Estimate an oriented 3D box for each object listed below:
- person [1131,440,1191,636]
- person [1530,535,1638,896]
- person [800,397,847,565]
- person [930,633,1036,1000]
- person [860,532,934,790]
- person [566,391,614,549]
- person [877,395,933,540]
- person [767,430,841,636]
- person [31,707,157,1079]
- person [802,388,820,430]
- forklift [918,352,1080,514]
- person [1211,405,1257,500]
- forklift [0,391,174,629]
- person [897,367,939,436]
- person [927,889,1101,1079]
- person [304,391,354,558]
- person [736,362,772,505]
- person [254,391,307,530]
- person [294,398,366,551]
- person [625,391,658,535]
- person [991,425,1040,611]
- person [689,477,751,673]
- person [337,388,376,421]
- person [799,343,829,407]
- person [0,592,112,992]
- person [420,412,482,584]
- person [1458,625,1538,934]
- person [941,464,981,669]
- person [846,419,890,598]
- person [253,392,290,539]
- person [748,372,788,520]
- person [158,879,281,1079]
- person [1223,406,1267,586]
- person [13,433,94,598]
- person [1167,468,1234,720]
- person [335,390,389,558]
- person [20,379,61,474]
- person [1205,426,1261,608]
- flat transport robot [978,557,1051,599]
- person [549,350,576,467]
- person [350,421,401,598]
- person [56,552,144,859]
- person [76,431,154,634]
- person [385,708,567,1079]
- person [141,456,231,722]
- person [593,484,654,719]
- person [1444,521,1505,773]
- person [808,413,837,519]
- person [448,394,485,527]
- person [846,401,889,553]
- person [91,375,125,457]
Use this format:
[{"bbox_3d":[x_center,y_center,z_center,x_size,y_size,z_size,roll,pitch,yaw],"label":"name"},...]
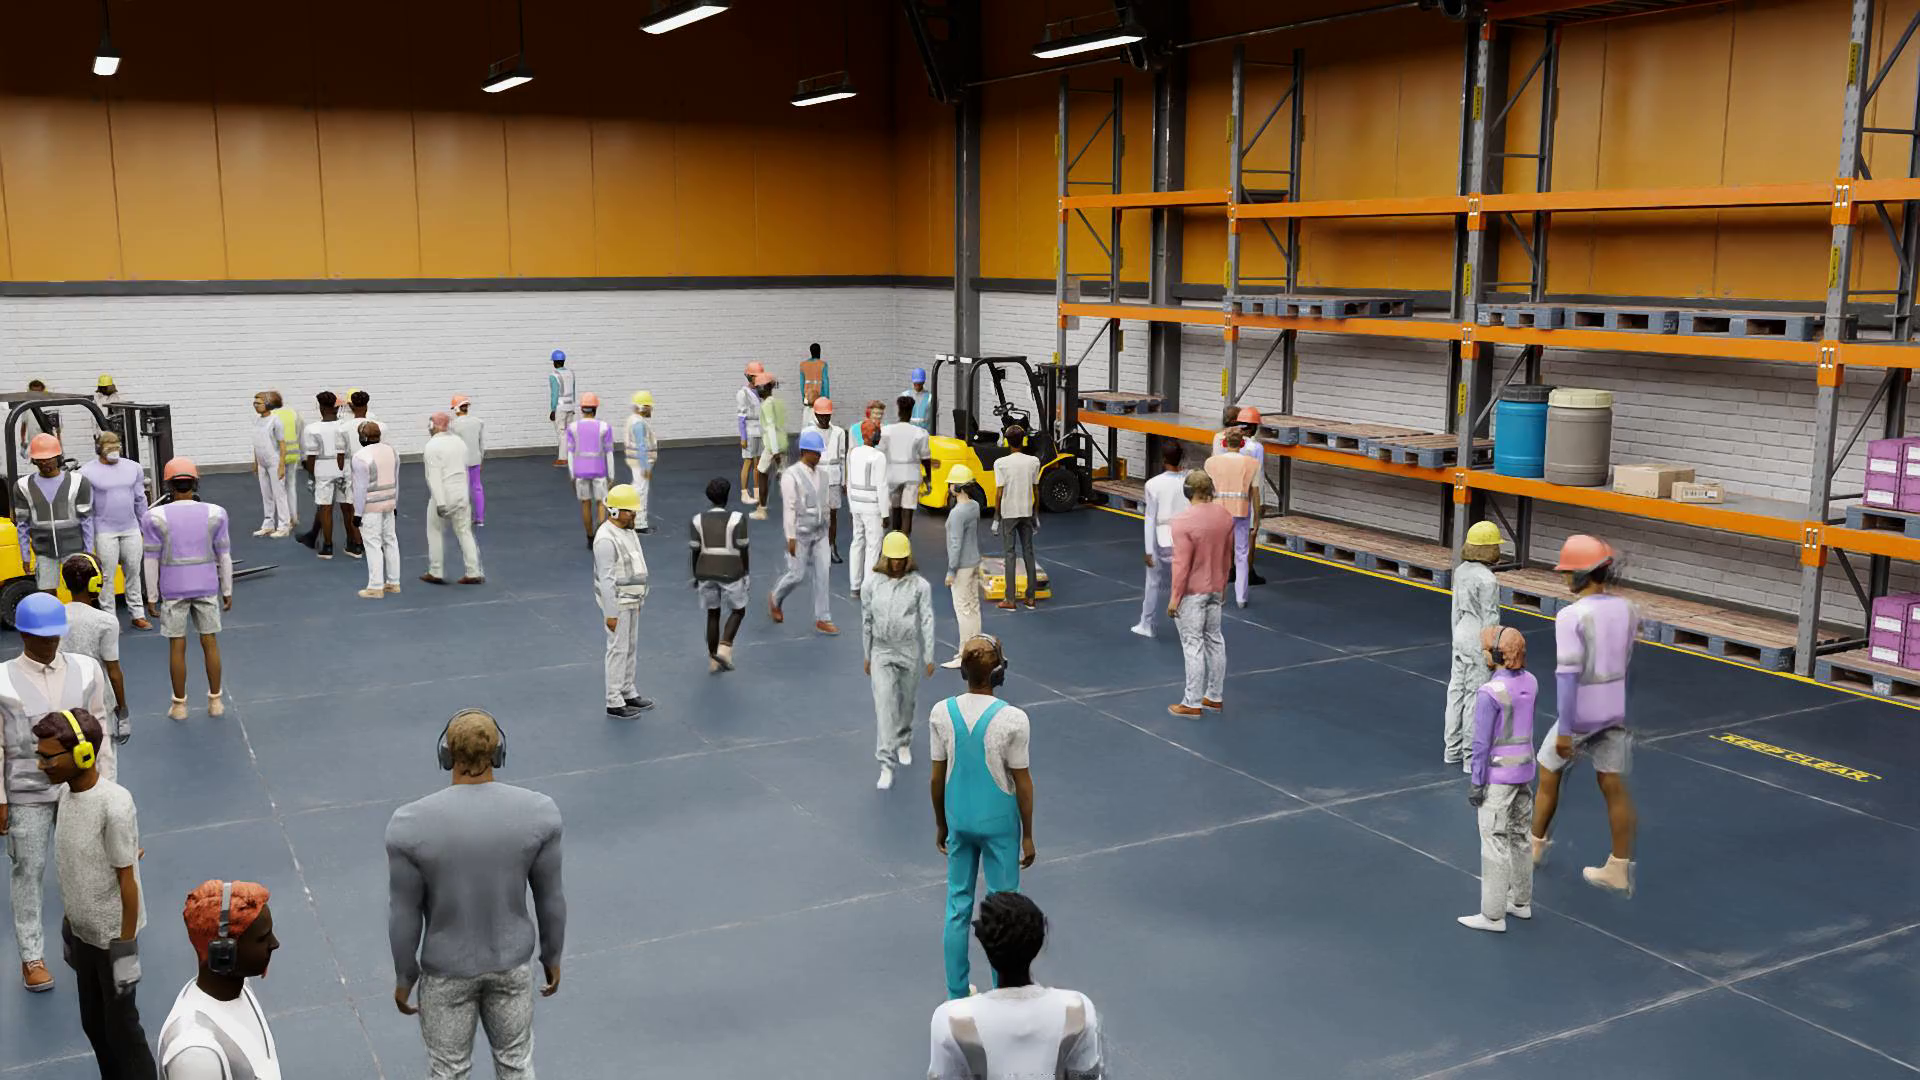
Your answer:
[{"bbox_3d":[1.946,0.019,15.233,0.598,1.880,0.960,-3,10,-19],"label":"person"},{"bbox_3d":[3.492,0.955,9.479,0.649,1.994,0.967,-5,11,-28],"label":"person"},{"bbox_3d":[-1.550,-0.675,19.043,0.552,1.935,0.365,-4,11,-22],"label":"person"},{"bbox_3d":[0.108,1.339,7.714,0.504,1.847,0.344,4,11,24],"label":"person"},{"bbox_3d":[-0.427,0.775,11.379,0.498,1.703,0.813,-1,10,-4],"label":"person"},{"bbox_3d":[-4.418,-0.809,19.900,0.543,1.918,0.576,-2,10,-10],"label":"person"},{"bbox_3d":[-0.626,-0.717,19.315,0.626,1.919,0.975,2,10,9],"label":"person"},{"bbox_3d":[-1.471,-0.075,15.615,0.774,1.928,0.617,9,13,42],"label":"person"},{"bbox_3d":[-3.351,1.556,6.459,0.524,1.854,0.341,7,12,36],"label":"person"},{"bbox_3d":[-2.122,-1.361,23.871,0.286,1.633,0.499,-8,12,-37],"label":"person"},{"bbox_3d":[0.460,-1.461,22.833,2.313,2.155,1.214,-5,11,-28],"label":"forklift"},{"bbox_3d":[3.113,-0.634,19.134,0.640,1.824,0.436,-7,12,-35],"label":"person"},{"bbox_3d":[-9.026,-0.363,16.508,1.214,2.155,2.313,6,11,29],"label":"forklift"},{"bbox_3d":[-0.597,-1.487,23.697,0.602,1.947,0.391,0,10,2],"label":"person"},{"bbox_3d":[0.170,1.891,5.028,0.537,1.678,0.425,-3,10,-14],"label":"person"},{"bbox_3d":[-7.357,-0.767,19.491,0.607,1.967,0.367,-8,13,-39],"label":"person"},{"bbox_3d":[-2.903,-1.516,23.631,0.402,2.036,0.601,6,11,30],"label":"person"},{"bbox_3d":[-8.820,-1.025,21.519,0.682,1.796,0.658,7,12,34],"label":"person"},{"bbox_3d":[-7.568,-0.810,19.940,0.965,1.890,0.556,5,11,25],"label":"person"},{"bbox_3d":[-3.997,-0.973,21.108,0.471,1.819,0.634,-3,10,-17],"label":"person"},{"bbox_3d":[0.554,-0.216,16.643,0.513,1.857,0.331,-4,11,-22],"label":"person"},{"bbox_3d":[-2.042,0.306,14.129,0.543,1.672,0.432,3,10,14],"label":"person"},{"bbox_3d":[-8.072,-1.153,22.298,0.532,1.765,0.328,-3,10,-18],"label":"person"},{"bbox_3d":[-2.645,-2.630,30.355,0.587,1.920,0.390,5,11,26],"label":"person"},{"bbox_3d":[-4.465,1.210,8.169,0.387,1.947,0.604,8,12,37],"label":"person"},{"bbox_3d":[-5.530,-0.442,17.931,0.836,1.863,0.666,5,11,26],"label":"person"},{"bbox_3d":[2.874,1.258,8.813,0.514,1.631,0.318,-9,13,-42],"label":"person"},{"bbox_3d":[0.011,0.229,14.337,0.313,1.769,0.523,4,11,20],"label":"person"},{"bbox_3d":[-0.951,-0.308,17.129,0.355,1.876,0.578,-8,13,-39],"label":"person"},{"bbox_3d":[-8.646,-0.937,20.816,0.506,1.847,0.349,5,11,29],"label":"person"},{"bbox_3d":[-2.401,-1.237,22.178,0.866,1.991,0.616,3,10,18],"label":"person"},{"bbox_3d":[-2.027,1.855,4.653,0.359,1.880,0.575,-2,10,-14],"label":"person"},{"bbox_3d":[3.079,-0.473,17.920,0.370,1.928,0.544,-7,12,-35],"label":"person"},{"bbox_3d":[-7.831,0.085,14.418,0.601,2.035,0.417,-4,10,-20],"label":"person"},{"bbox_3d":[1.838,0.411,12.795,0.631,1.936,0.362,-8,13,-39],"label":"person"},{"bbox_3d":[-6.993,-0.771,19.516,0.610,1.964,0.365,-3,10,-18],"label":"person"},{"bbox_3d":[-12.730,-1.325,23.062,0.521,1.844,0.671,-2,10,-9],"label":"person"},{"bbox_3d":[2.730,-0.220,16.719,0.562,1.838,0.387,2,10,10],"label":"person"},{"bbox_3d":[0.539,0.388,17.717,0.652,0.197,1.431,-1,10,-6],"label":"flat transport robot"},{"bbox_3d":[-6.651,-2.198,27.784,0.404,1.945,0.615,4,11,23],"label":"person"},{"bbox_3d":[-6.091,-0.322,17.291,0.429,1.841,0.634,4,11,21],"label":"person"},{"bbox_3d":[-5.057,0.997,9.653,0.510,1.861,0.324,1,10,8],"label":"person"},{"bbox_3d":[-7.928,-0.072,15.612,0.382,1.930,0.636,8,12,37],"label":"person"},{"bbox_3d":[-1.773,1.570,6.158,0.637,1.930,0.372,-5,11,-25],"label":"person"},{"bbox_3d":[-5.905,0.376,12.740,0.611,2.032,0.410,-7,12,-33],"label":"person"},{"bbox_3d":[-2.598,0.472,12.800,0.403,1.817,0.601,1,10,6],"label":"person"},{"bbox_3d":[3.576,0.732,11.503,0.302,1.745,0.483,-2,10,-11],"label":"person"},{"bbox_3d":[-1.847,-1.066,22.185,0.313,1.632,0.518,6,12,32],"label":"person"},{"bbox_3d":[-6.432,-1.023,21.602,0.337,1.743,0.563,7,12,33],"label":"person"},{"bbox_3d":[-1.065,-0.746,19.828,0.607,1.799,0.872,-1,10,-7],"label":"person"},{"bbox_3d":[-12.850,-1.632,25.132,0.483,1.738,0.312,-4,11,-22],"label":"person"}]
